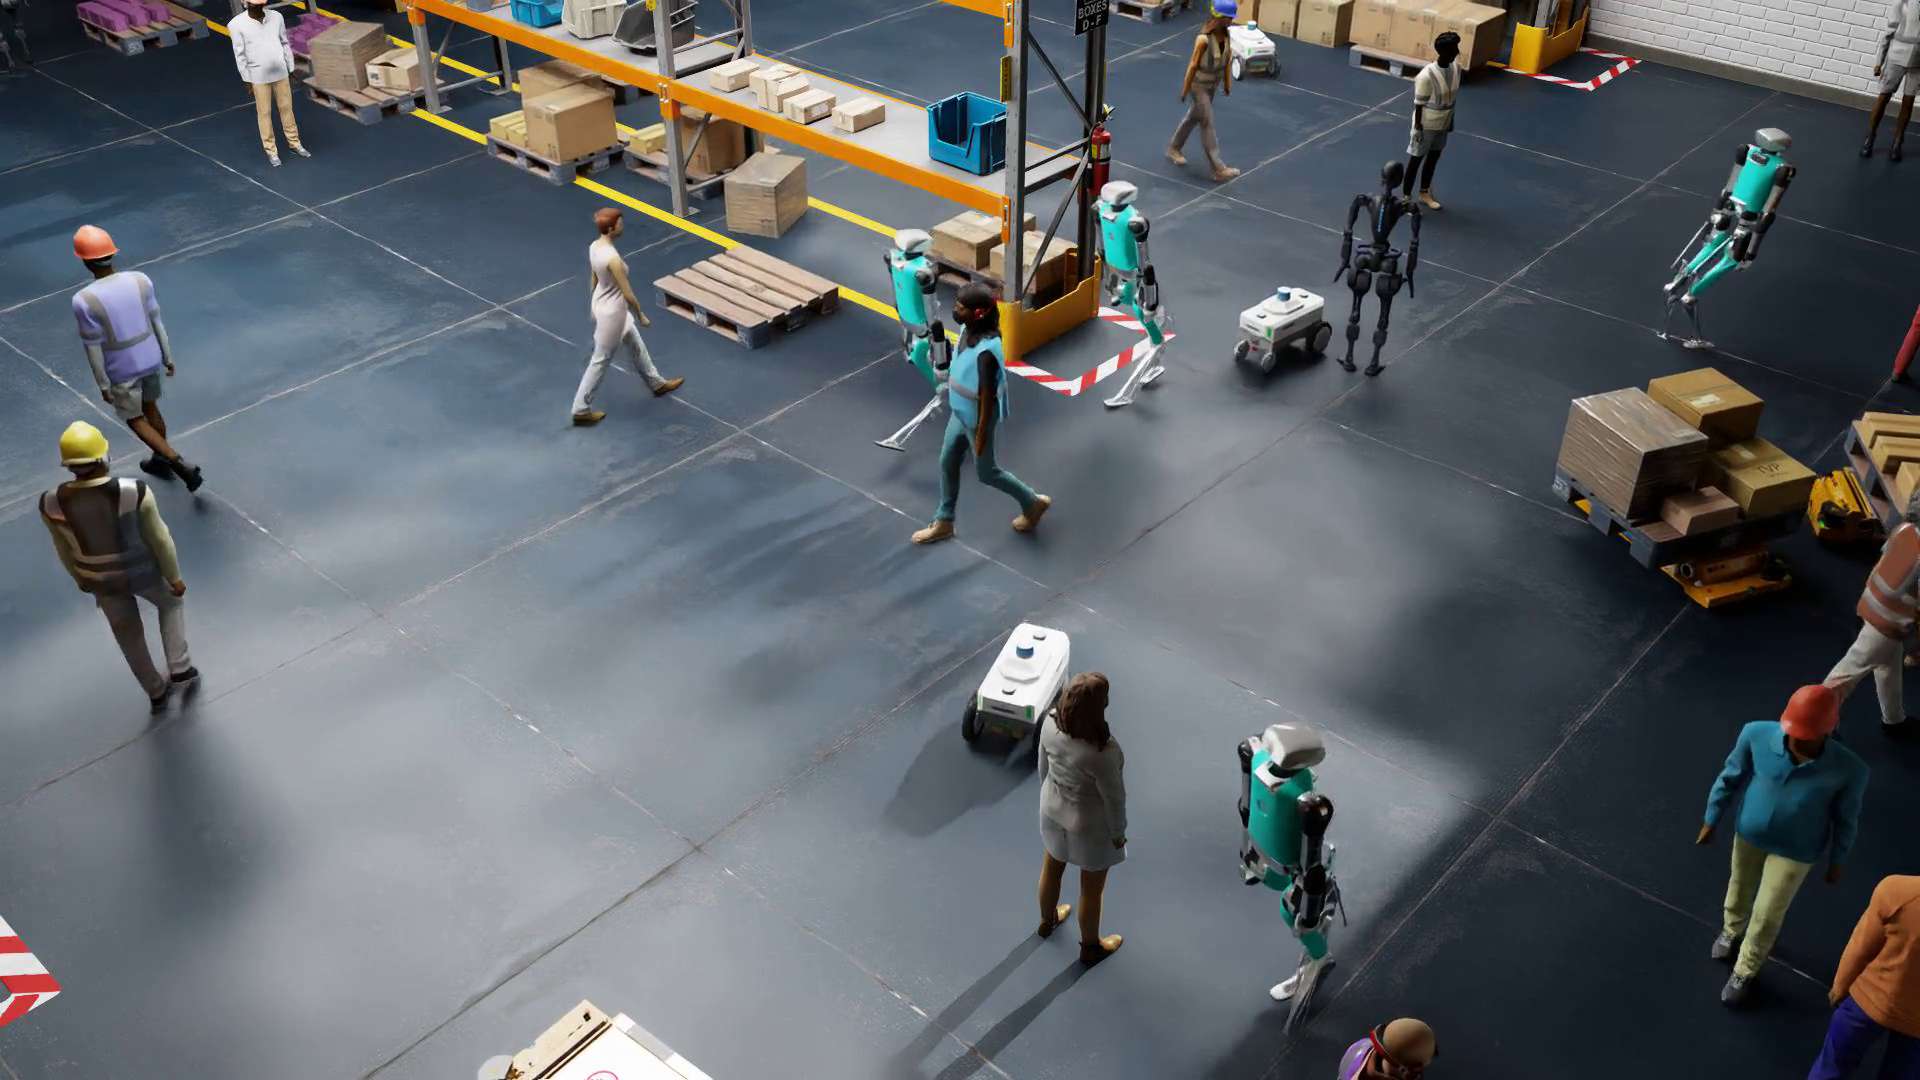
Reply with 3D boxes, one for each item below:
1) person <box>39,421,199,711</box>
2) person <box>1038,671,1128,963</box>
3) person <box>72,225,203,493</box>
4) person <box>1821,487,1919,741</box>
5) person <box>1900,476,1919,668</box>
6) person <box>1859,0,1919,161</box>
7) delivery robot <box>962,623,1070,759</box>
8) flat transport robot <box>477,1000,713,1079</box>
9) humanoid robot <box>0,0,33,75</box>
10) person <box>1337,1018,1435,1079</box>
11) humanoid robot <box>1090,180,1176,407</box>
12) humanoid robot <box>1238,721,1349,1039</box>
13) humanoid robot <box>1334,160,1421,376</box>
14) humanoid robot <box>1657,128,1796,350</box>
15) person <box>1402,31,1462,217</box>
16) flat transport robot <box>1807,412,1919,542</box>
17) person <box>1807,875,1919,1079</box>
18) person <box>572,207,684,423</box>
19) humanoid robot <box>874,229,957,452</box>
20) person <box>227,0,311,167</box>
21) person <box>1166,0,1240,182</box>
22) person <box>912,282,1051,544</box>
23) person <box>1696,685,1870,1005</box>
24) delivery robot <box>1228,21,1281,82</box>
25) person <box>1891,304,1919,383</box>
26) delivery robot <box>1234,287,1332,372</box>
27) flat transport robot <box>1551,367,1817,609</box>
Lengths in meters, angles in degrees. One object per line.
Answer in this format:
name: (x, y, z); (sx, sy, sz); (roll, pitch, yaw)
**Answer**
person: (-4.630, 0.148, 9.231); (0.610, 1.813, 0.474); (-8, 35, -11)
person: (0.574, 1.276, 7.735); (0.482, 1.660, 0.338); (28, 43, 34)
person: (-5.448, -1.153, 11.039); (0.762, 1.913, 0.553); (21, 40, 27)
person: (5.095, 0.430, 8.962); (0.802, 1.641, 0.445); (2, 35, 3)
person: (5.677, -0.069, 9.536); (0.344, 1.841, 0.509); (-29, 44, -35)
person: (9.151, -4.628, 16.063); (0.547, 1.925, 0.387); (13, 37, 18)
delivery robot: (0.353, 0.831, 9.366); (0.499, 0.608, 0.801); (13, 37, 17)
flat transport robot: (-1.383, 2.527, 7.149); (1.431, 0.231, 0.659); (24, 41, 31)
humanoid robot: (-10.635, -6.018, 18.302); (0.596, 1.639, 0.622); (-16, 38, -22)
person: (1.505, 2.354, 6.152); (0.348, 1.687, 0.494); (-8, 35, -11)
humanoid robot: (1.390, -1.852, 12.218); (0.921, 1.760, 0.545); (-24, 41, -30)
humanoid robot: (1.577, 1.483, 7.419); (0.749, 1.829, 0.535); (-17, 38, -23)
humanoid robot: (3.145, -2.055, 12.549); (0.611, 1.643, 0.343); (13, 37, 18)
humanoid robot: (5.798, -2.248, 12.807); (0.795, 1.801, 0.540); (-13, 37, -18)
person: (4.261, -3.755, 14.999); (0.533, 1.691, 0.319); (-23, 41, -29)
flat transport robot: (6.417, -0.187, 11.081); (1.431, 0.231, 0.659); (6, 35, 8)
person: (3.770, 1.837, 6.655); (0.511, 1.975, 0.406); (17, 38, 23)
person: (-2.496, -1.632, 11.991); (0.913, 1.607, 0.417); (-16, 38, -21)
humanoid robot: (-0.128, -1.368, 11.501); (1.044, 1.731, 0.560); (-20, 39, -26)
person: (-6.659, -4.508, 16.033); (0.327, 1.751, 0.562); (28, 44, 35)
person: (2.317, -4.294, 15.741); (0.939, 1.714, 0.512); (28, 43, 34)
person: (0.145, -0.788, 10.576); (0.857, 1.839, 0.522); (-13, 37, -18)
person: (3.678, 1.357, 7.546); (0.604, 1.734, 0.645); (28, 44, 35)
delivery robot: (3.216, -5.425, 18.420); (0.499, 0.597, 0.779); (-8, 35, -12)
person: (7.381, -1.927, 12.294); (0.348, 1.759, 0.521); (-28, 43, -34)
delivery robot: (2.518, -1.698, 13.010); (0.773, 0.586, 0.499); (-27, 43, -33)
flat transport robot: (4.689, -0.077, 10.922); (0.659, 0.231, 1.431); (-12, 36, -17)
